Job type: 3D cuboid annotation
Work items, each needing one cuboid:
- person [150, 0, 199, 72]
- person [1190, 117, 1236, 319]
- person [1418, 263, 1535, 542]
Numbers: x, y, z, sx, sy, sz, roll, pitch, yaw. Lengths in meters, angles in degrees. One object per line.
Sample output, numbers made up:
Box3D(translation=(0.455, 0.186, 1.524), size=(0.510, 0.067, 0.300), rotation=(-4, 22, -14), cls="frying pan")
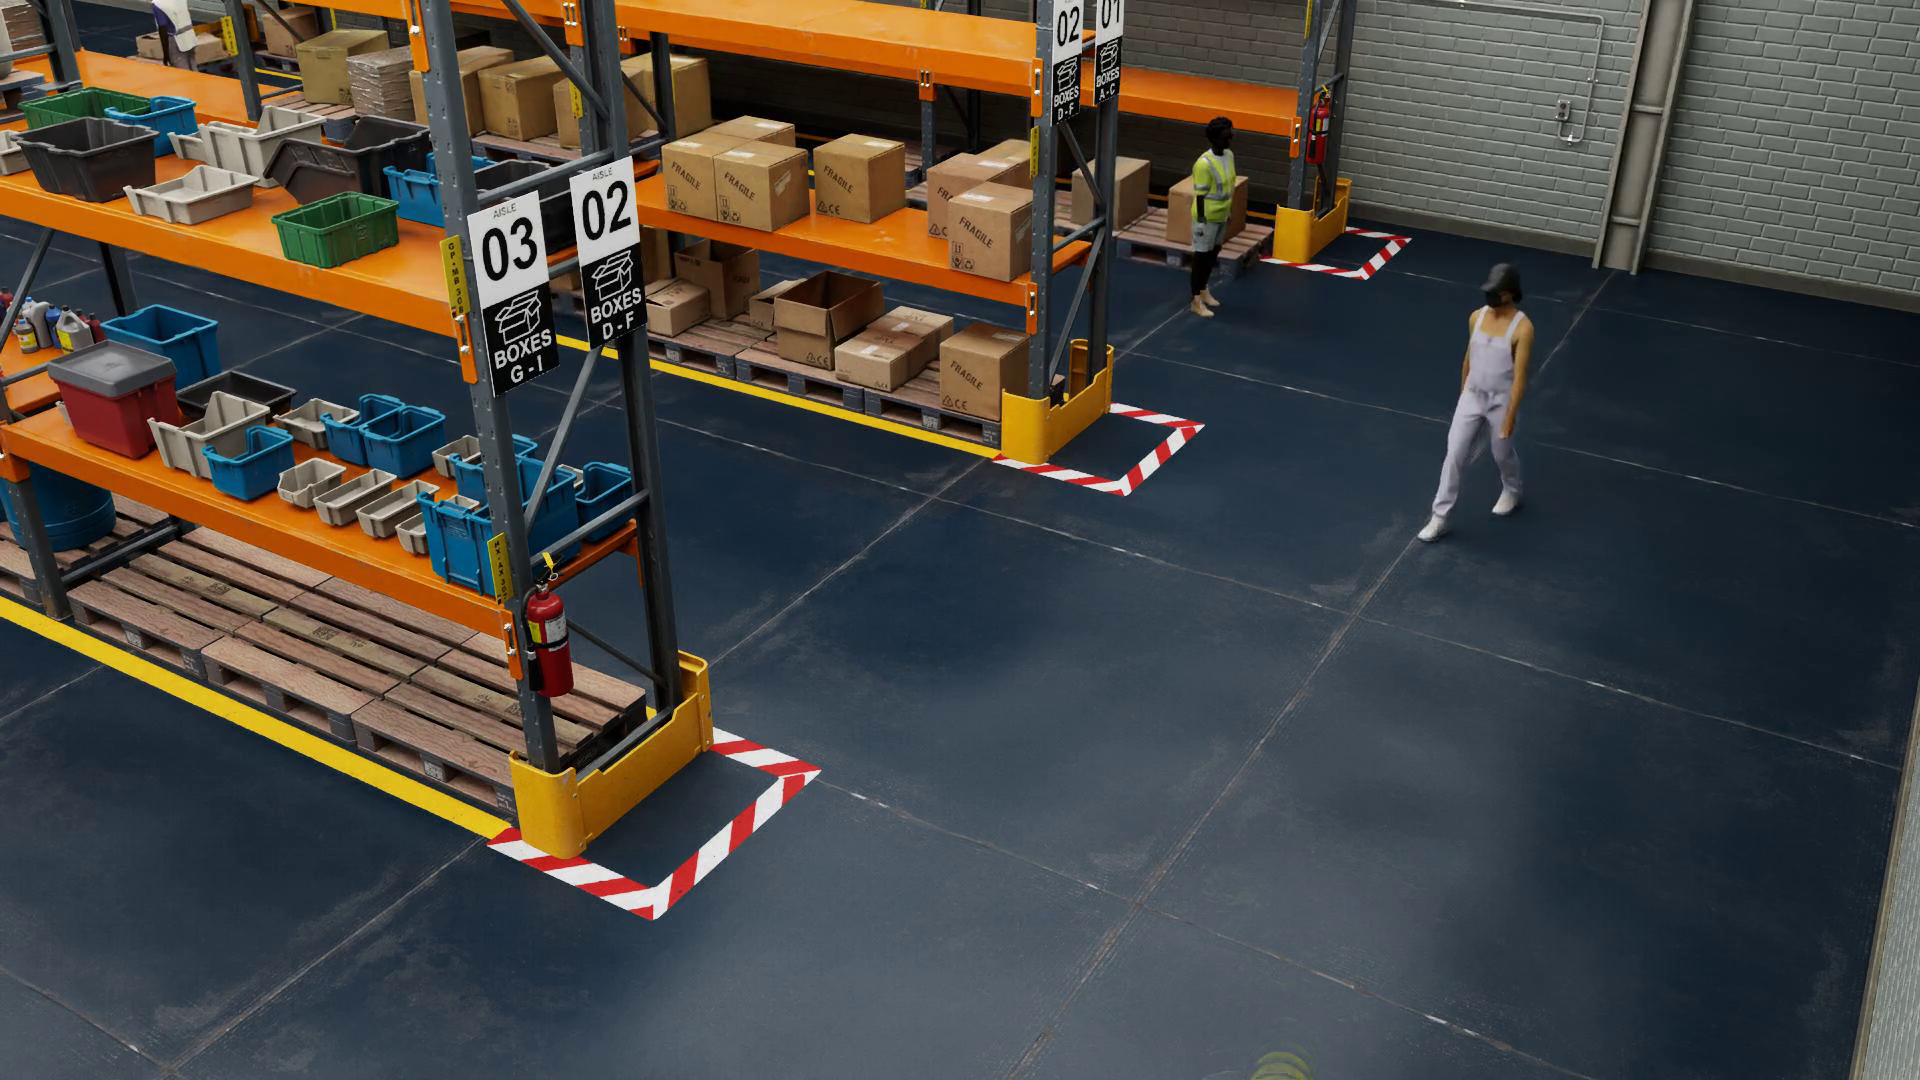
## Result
Box3D(translation=(-8.978, -5.644, 19.164), size=(0.401, 1.831, 0.574), rotation=(3, 29, 5), cls="person")
Box3D(translation=(2.127, -2.739, 14.095), size=(0.416, 1.700, 0.539), rotation=(20, 35, 31), cls="person")
Box3D(translation=(3.417, -0.911, 10.666), size=(0.500, 1.826, 0.935), rotation=(26, 38, 38), cls="person")
